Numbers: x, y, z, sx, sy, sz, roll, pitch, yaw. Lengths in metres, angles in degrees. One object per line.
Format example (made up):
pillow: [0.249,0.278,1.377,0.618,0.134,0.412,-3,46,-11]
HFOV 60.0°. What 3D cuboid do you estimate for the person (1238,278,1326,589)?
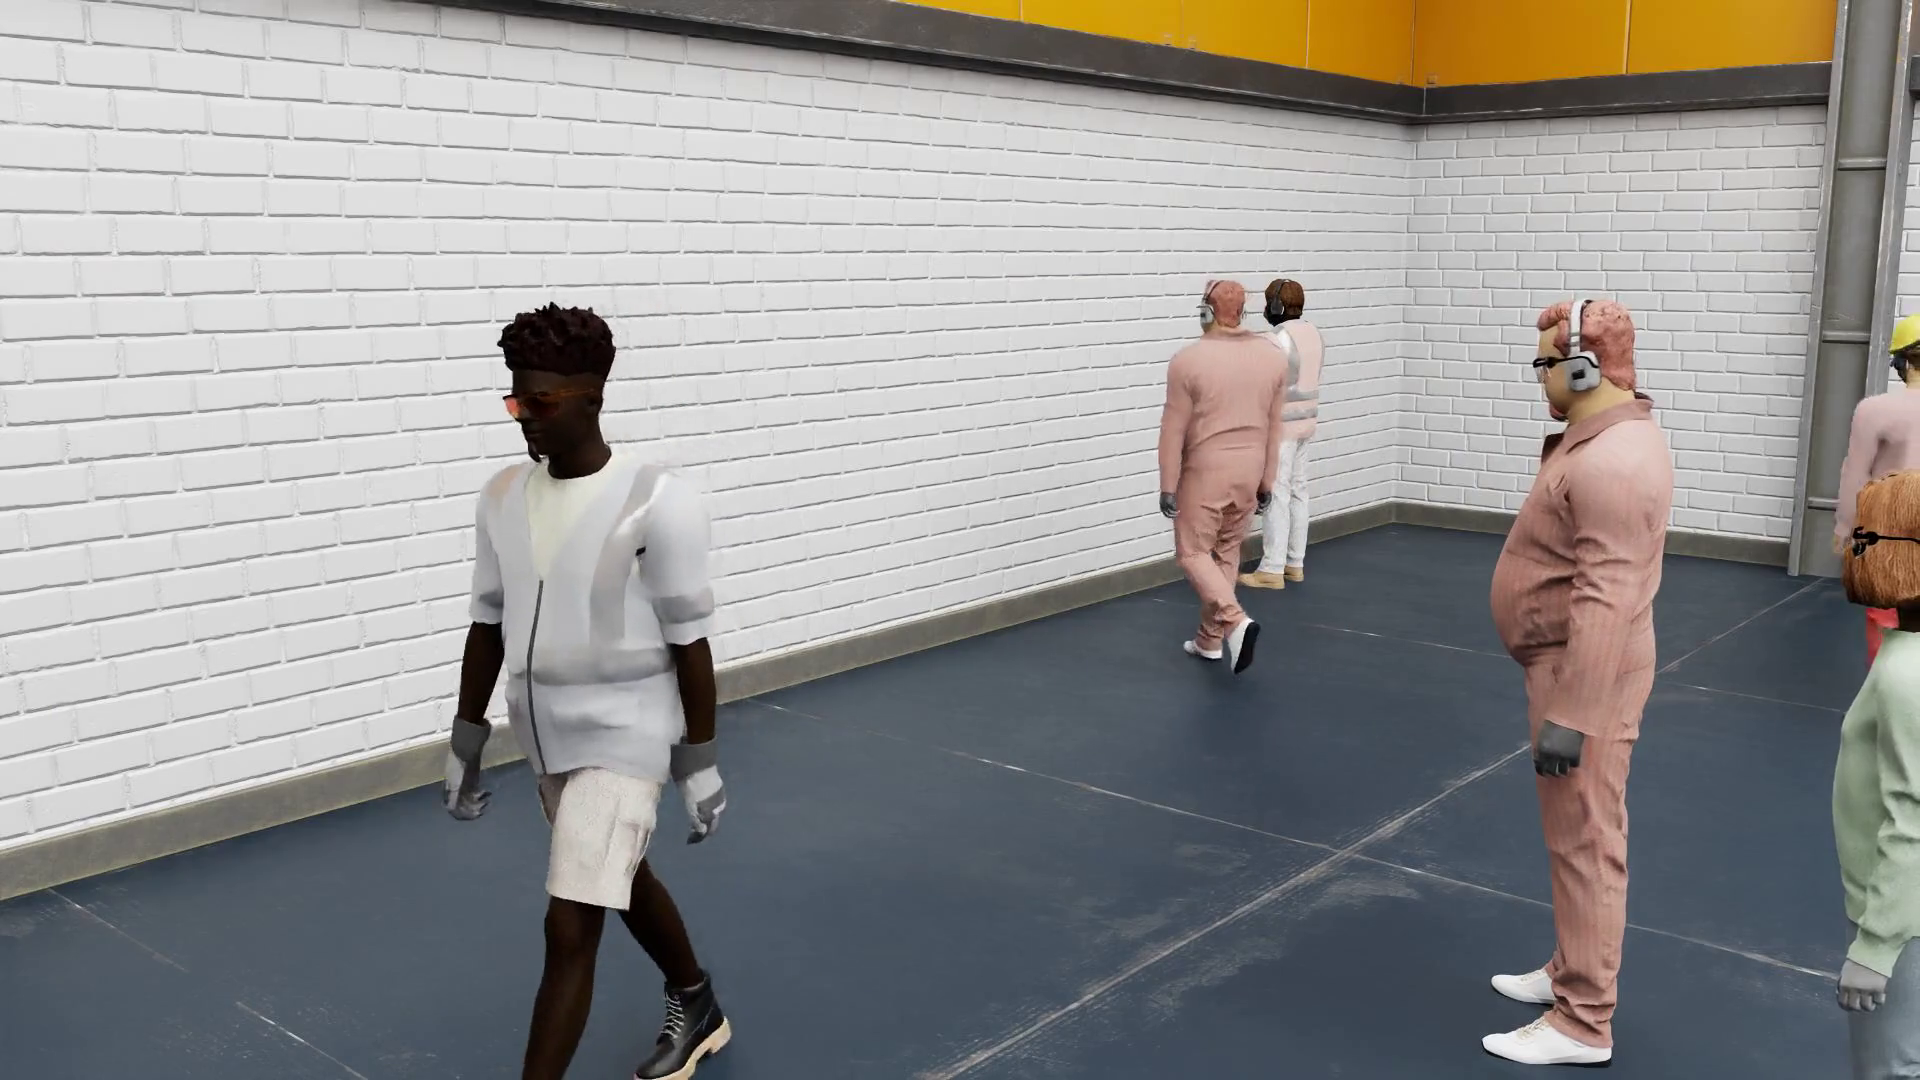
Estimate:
person: [1.908,-0.632,9.948,0.429,1.844,0.627,8,13,38]

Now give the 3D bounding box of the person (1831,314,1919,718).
person: [3.941,-0.062,6.954,0.535,1.750,0.370,0,10,-2]

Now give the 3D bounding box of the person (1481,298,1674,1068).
person: [1.525,0.357,4.150,0.406,1.902,0.636,4,11,23]

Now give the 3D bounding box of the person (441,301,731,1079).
person: [-0.846,0.433,3.693,0.626,1.911,1.024,6,12,33]

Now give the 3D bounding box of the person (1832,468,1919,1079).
person: [1.713,0.684,3.043,0.268,1.632,0.507,8,13,37]

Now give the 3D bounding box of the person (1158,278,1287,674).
person: [1.254,-0.294,7.906,0.650,1.884,0.740,-5,11,-24]
